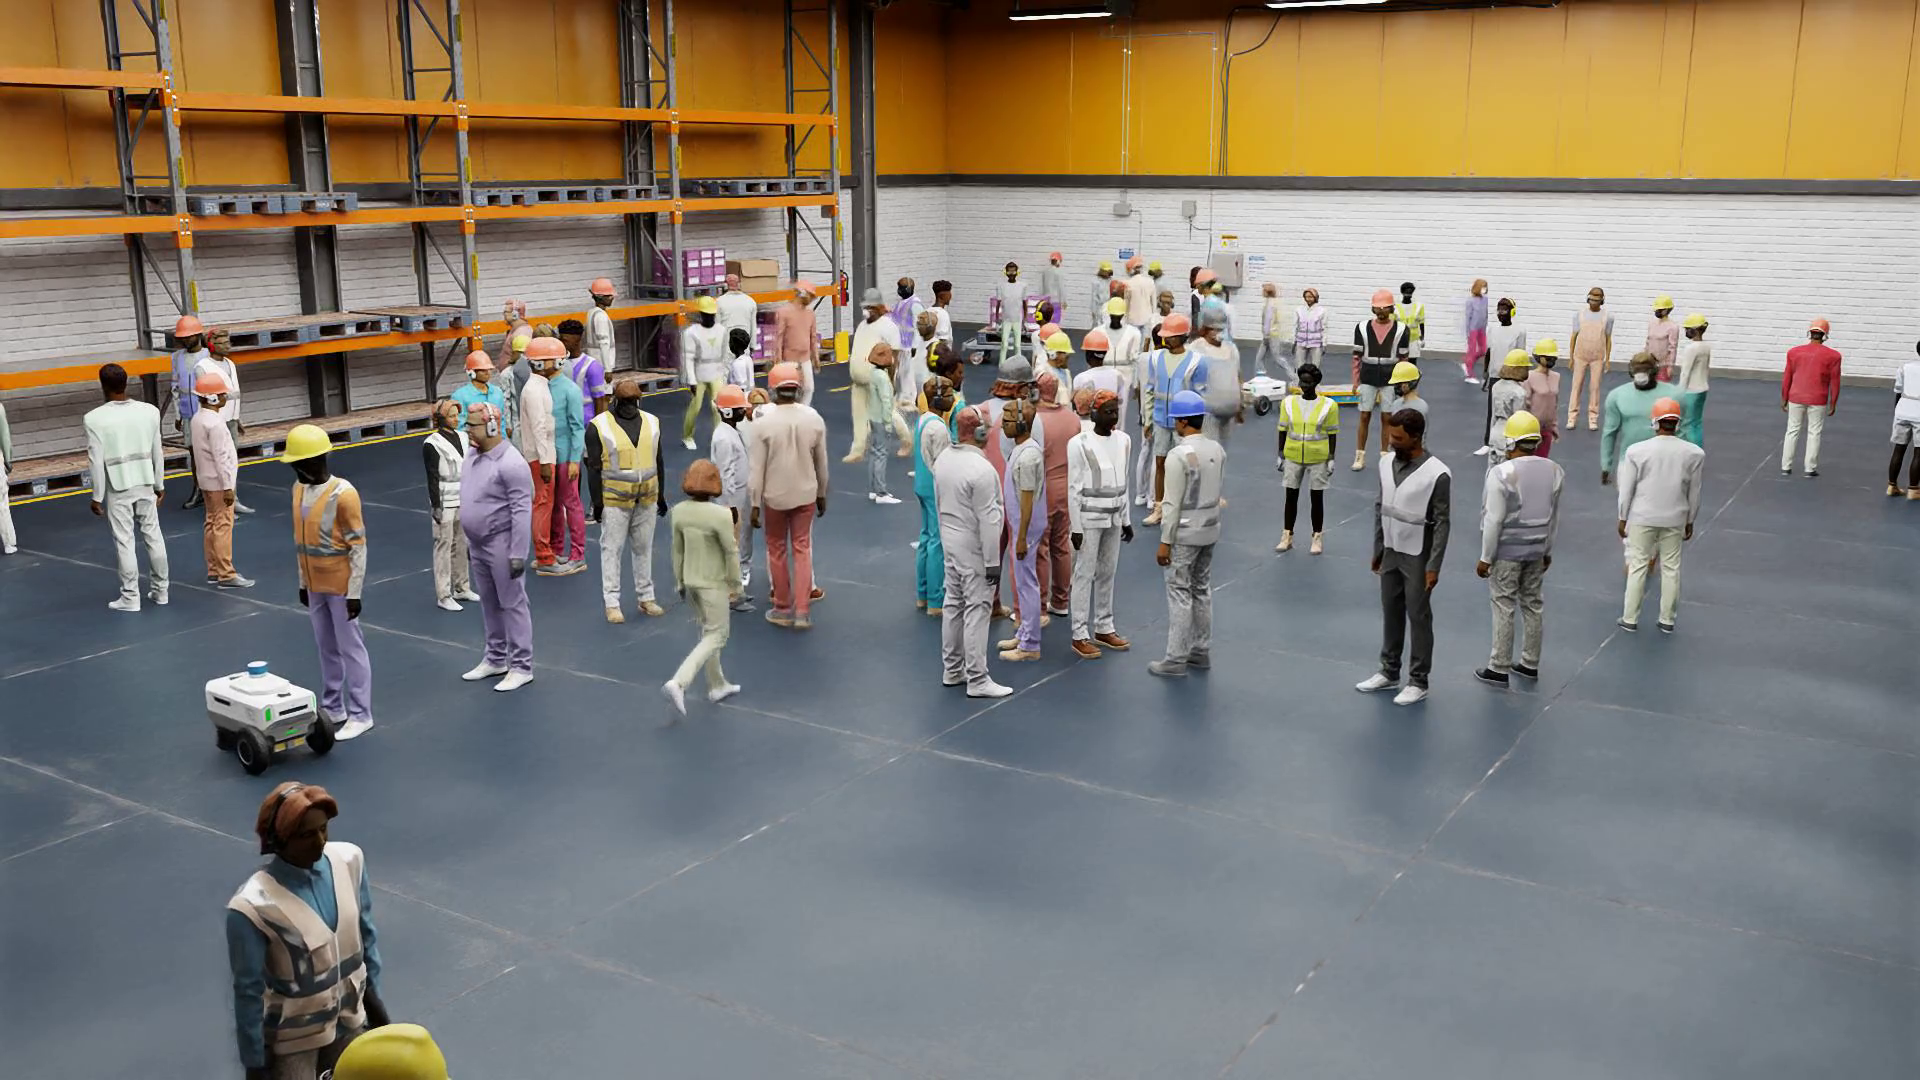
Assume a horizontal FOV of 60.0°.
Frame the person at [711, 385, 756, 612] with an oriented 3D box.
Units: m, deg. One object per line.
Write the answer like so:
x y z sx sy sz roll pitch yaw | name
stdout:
-1.752 -0.328 12.857 0.326 1.752 0.561 -2 13 -7 | person

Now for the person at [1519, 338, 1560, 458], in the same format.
5.570 -1.061 16.011 0.522 1.769 0.318 -7 15 -29 | person

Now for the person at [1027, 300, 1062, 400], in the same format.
0.960 -1.779 18.899 0.310 1.868 0.534 11 17 39 | person

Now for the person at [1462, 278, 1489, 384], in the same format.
7.981 -3.242 25.789 0.500 1.625 0.409 -8 15 -30 | person

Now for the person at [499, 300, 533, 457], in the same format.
-4.937 -1.732 18.613 0.409 1.909 0.641 -2 13 -10 | person

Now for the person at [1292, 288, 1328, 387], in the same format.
4.972 -2.764 23.672 0.518 1.639 0.312 8 15 30 | person

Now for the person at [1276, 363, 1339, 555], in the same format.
3.049 -0.713 14.652 0.541 1.695 0.316 6 14 23 | person

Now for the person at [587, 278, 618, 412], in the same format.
-4.254 -2.106 19.935 0.387 2.041 0.615 -6 14 -23 | person

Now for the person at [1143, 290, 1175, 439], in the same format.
2.524 -2.173 20.659 0.507 1.847 0.346 2 13 7 | person

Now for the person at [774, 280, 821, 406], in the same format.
-2.045 -2.267 20.854 0.728 1.949 0.388 -13 18 -43 | person

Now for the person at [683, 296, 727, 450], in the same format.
-3.016 -1.947 19.646 0.600 1.876 1.007 -9 16 -34 | person

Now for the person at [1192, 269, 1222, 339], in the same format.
3.285 -2.572 21.993 0.467 2.020 0.639 0 13 -2 | person

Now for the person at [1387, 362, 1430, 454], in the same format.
3.809 -0.651 14.266 0.342 1.754 0.531 -4 13 -15 | person

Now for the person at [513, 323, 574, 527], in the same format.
-3.885 -1.081 15.724 0.630 1.939 0.373 4 13 15 | person

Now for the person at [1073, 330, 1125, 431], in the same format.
1.220 -0.919 15.016 0.546 1.939 0.375 -9 15 -33 | person

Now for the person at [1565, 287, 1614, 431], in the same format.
8.062 -2.316 21.295 0.506 1.839 0.344 5 14 20 | person

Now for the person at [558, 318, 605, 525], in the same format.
-3.645 -1.130 15.869 0.607 1.966 0.373 9 16 34 | person

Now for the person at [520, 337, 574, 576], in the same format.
-3.477 -0.701 13.944 0.376 1.997 0.612 -3 13 -12 | person

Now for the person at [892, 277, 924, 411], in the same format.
-0.736 -2.707 22.985 0.430 1.845 0.619 -6 14 -25 | person

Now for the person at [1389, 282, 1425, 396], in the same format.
6.484 -2.917 24.239 0.569 1.686 0.320 1 13 4 | person

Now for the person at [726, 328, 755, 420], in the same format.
-2.314 -1.394 17.605 0.316 1.696 0.541 0 13 1 | person

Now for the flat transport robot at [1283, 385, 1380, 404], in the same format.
5.343 -2.059 23.616 1.431 0.197 0.652 -4 14 -16 | flat transport robot

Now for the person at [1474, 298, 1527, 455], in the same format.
6.312 -1.883 19.351 0.315 1.869 0.526 -12 18 -42 | person

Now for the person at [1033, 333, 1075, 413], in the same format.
0.907 -1.088 16.025 0.429 1.816 0.602 9 15 33 | person

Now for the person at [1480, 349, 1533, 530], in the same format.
5.072 -0.897 15.370 0.315 1.737 0.488 -3 13 -14 | person

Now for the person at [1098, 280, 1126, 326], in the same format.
1.940 -2.529 22.177 0.545 1.865 0.805 2 13 9 | person

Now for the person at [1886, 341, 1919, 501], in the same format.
9.754 -1.237 16.950 0.319 1.687 0.539 -6 14 -25 | person

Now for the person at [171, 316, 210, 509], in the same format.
-7.541 -1.254 16.477 0.552 1.933 0.373 2 13 6 | person

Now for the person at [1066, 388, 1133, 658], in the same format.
0.991 -0.123 11.687 0.574 1.883 0.356 -11 17 -40 | person

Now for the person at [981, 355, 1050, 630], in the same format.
0.411 -0.365 12.387 0.688 2.000 0.536 13 18 43 | person

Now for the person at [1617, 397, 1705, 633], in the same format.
5.138 -0.182 12.250 0.565 1.745 0.356 2 13 9 | person

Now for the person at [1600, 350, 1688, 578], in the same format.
5.633 -0.612 13.748 0.667 1.916 0.441 9 16 33 | person

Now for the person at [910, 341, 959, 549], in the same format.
-0.196 -0.843 14.873 0.382 1.855 0.569 5 14 22 | person

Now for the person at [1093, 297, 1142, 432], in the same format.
1.773 -1.812 18.944 0.595 1.910 0.418 1 13 4 | person

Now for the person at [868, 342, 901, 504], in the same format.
-0.784 -1.187 16.848 0.280 1.633 0.500 -4 14 -17 | person

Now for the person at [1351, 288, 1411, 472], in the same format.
4.648 -1.759 18.430 0.609 2.044 0.396 4 14 18 | person

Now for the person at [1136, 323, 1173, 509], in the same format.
1.960 -1.235 16.581 0.344 1.857 0.514 -10 16 -37 | person

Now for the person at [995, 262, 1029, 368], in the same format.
0.809 -3.397 25.915 0.537 1.869 0.312 -1 13 -5 | person

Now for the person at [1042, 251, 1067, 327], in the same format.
1.755 -4.511 31.010 0.381 1.737 0.578 -8 15 -31 | person
